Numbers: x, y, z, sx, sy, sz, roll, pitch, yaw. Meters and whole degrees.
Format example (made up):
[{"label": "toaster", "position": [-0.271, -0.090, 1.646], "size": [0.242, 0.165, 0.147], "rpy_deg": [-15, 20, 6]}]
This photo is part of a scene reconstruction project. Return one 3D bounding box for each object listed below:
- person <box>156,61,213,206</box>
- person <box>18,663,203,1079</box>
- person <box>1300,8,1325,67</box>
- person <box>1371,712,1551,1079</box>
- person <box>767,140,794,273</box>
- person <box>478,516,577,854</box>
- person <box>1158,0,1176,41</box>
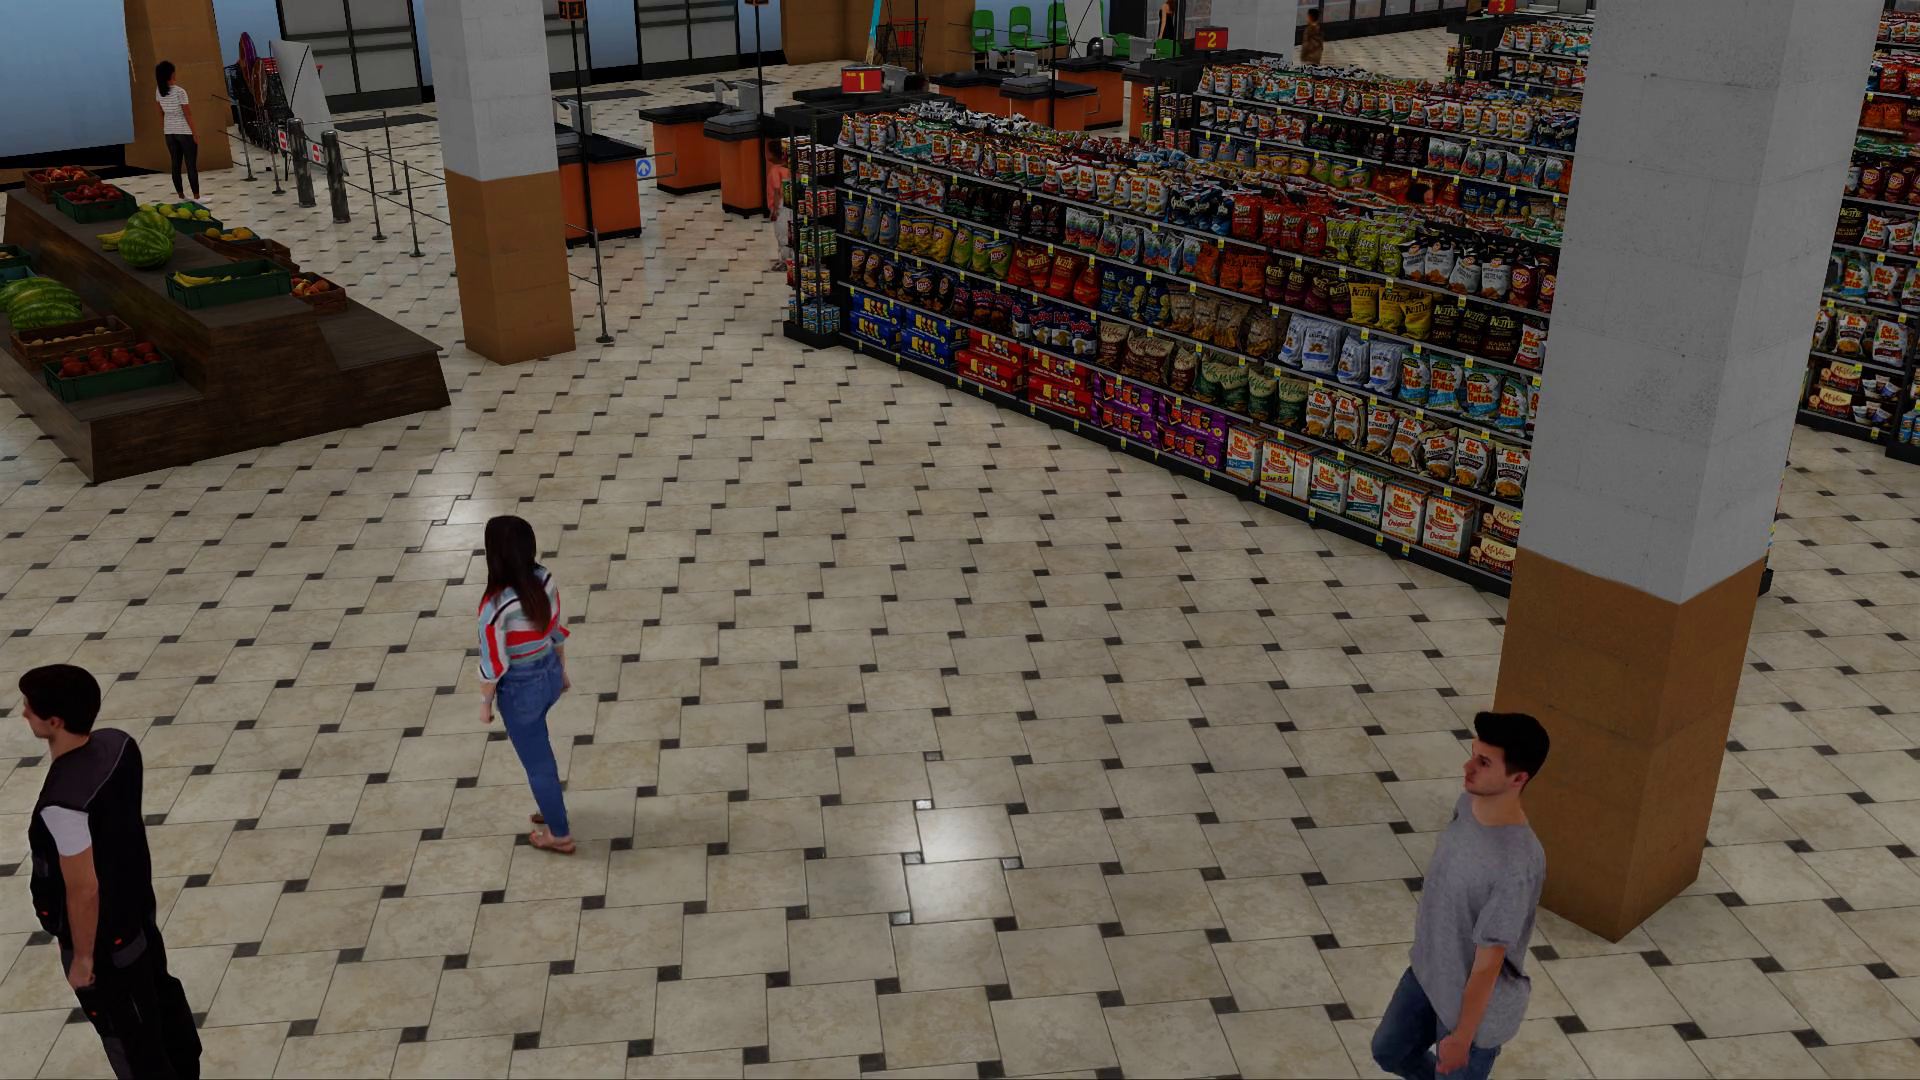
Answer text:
[{"label": "person", "position": [-9.162, -4.769, 19.516], "size": [0.633, 1.645, 0.719], "rpy_deg": [6, 24, 13]}, {"label": "person", "position": [-2.823, 1.235, 5.539], "size": [0.805, 1.849, 0.700], "rpy_deg": [-3, 24, -7]}, {"label": "person", "position": [5.593, -7.684, 26.416], "size": [0.603, 1.454, 0.602], "rpy_deg": [-13, 27, -28]}, {"label": "person", "position": [1.653, 1.378, 5.183], "size": [0.898, 1.874, 0.828], "rpy_deg": [-3, 24, -6]}, {"label": "person", "position": [-1.799, -3.356, 16.704], "size": [0.607, 1.309, 0.563], "rpy_deg": [5, 24, 11]}, {"label": "person", "position": [-1.788, 0.654, 7.171], "size": [0.710, 1.605, 0.707], "rpy_deg": [11, 26, 24]}, {"label": "person", "position": [3.536, -8.607, 28.310], "size": [0.659, 1.626, 0.641], "rpy_deg": [14, 27, 29]}]
